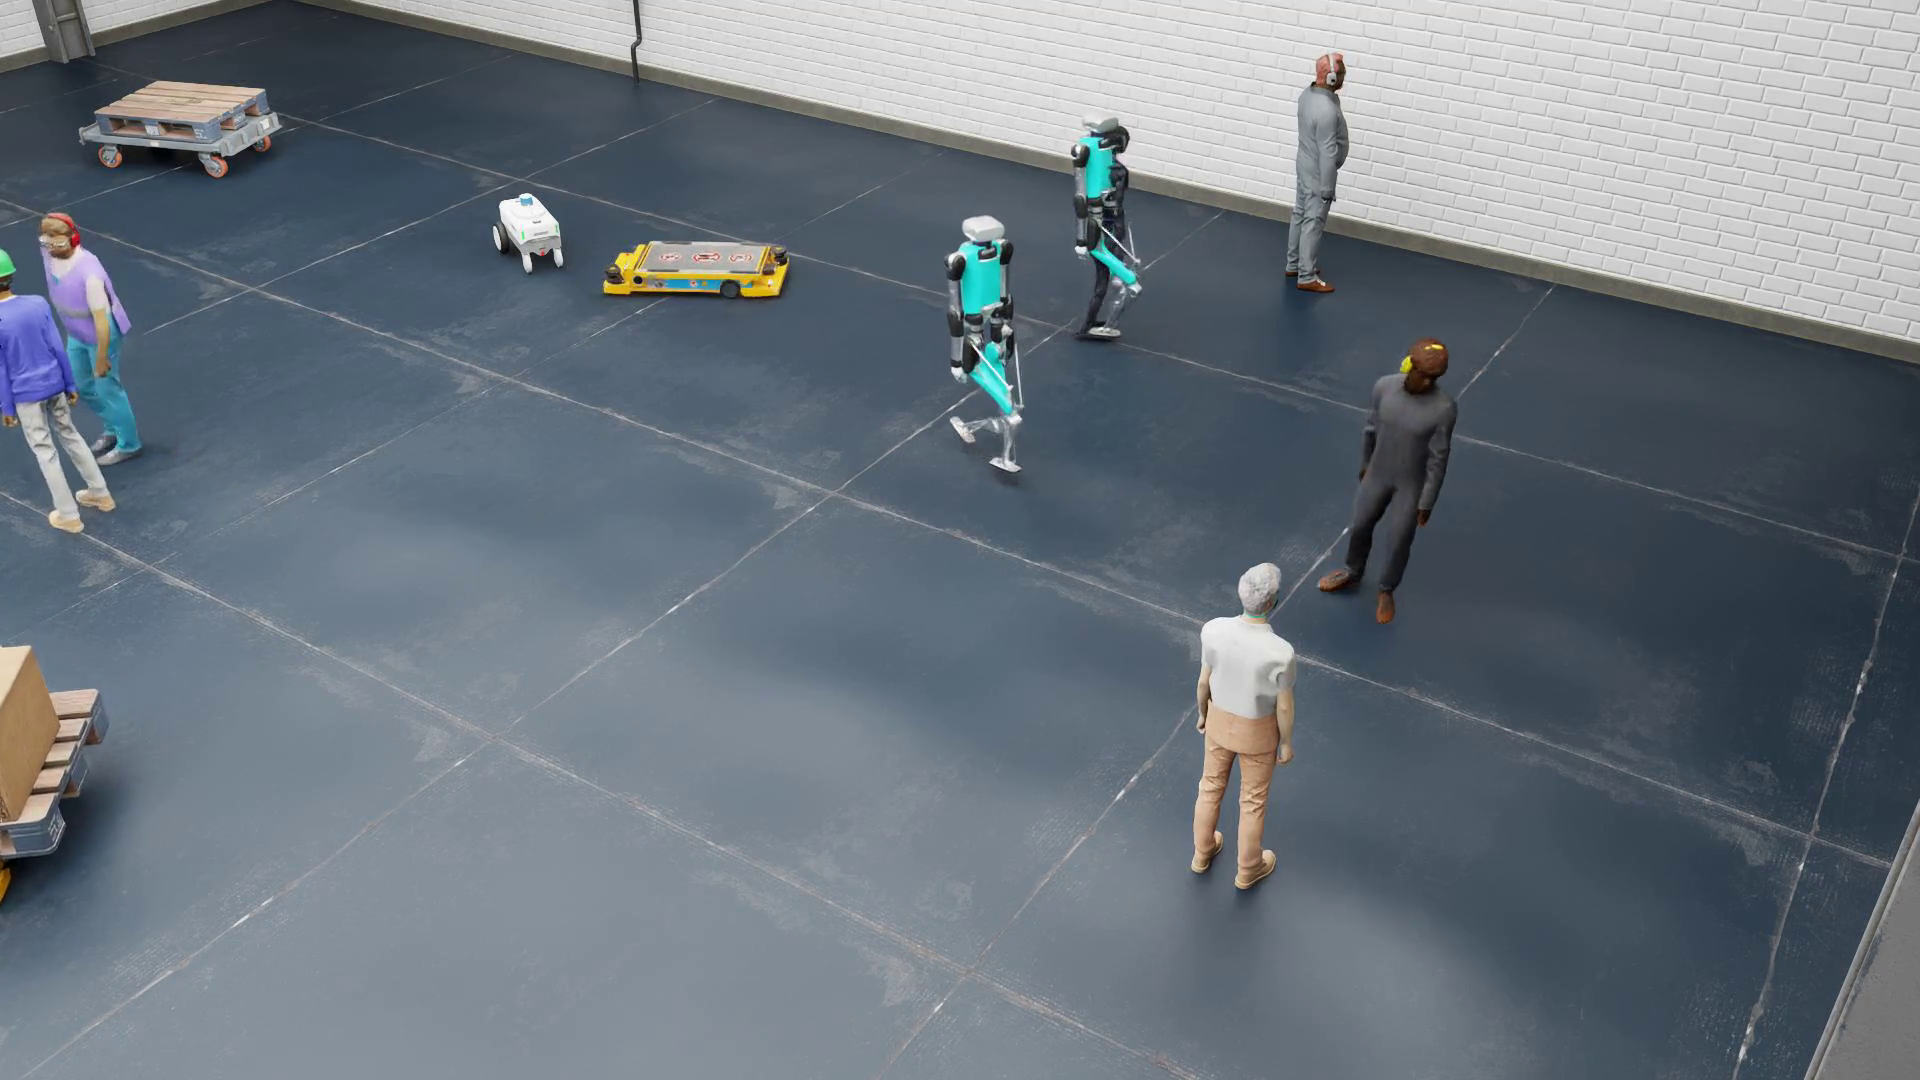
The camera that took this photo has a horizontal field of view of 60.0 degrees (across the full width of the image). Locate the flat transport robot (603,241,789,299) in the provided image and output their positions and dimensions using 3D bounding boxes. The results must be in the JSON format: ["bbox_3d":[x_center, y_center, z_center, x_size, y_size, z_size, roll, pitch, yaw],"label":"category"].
[{"bbox_3d":[-2.166,-2.233,13.730,1.431,0.231,0.659,1,33,2],"label":"flat transport robot"}]

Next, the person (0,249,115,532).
[{"bbox_3d":[-5.684,-0.915,10.210,0.372,1.863,0.465,16,36,23],"label":"person"}]

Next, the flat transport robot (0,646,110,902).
[{"bbox_3d":[-4.897,1.344,8.165,0.659,0.231,1.431,-5,33,-8],"label":"flat transport robot"}]

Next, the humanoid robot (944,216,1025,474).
[{"bbox_3d":[0.238,-1.197,10.745,0.557,1.732,0.995,-27,41,-35],"label":"humanoid robot"}]

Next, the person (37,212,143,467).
[{"bbox_3d":[-5.654,-1.316,10.880,0.620,1.820,0.418,22,39,31],"label":"person"}]

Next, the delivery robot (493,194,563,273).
[{"bbox_3d":[-3.641,-2.642,14.091,0.499,0.581,0.774,-16,36,-23],"label":"delivery robot"}]

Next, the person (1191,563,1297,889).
[{"bbox_3d":[1.294,0.849,7.568,0.474,1.747,0.321,19,37,27],"label":"person"}]

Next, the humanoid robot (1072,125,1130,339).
[{"bbox_3d":[1.038,-2.335,12.591,0.434,1.636,0.599,-10,34,-16],"label":"humanoid robot"}]

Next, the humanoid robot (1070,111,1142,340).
[{"bbox_3d":[1.185,-2.212,12.432,0.759,1.879,0.555,21,38,29],"label":"humanoid robot"}]

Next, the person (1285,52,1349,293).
[{"bbox_3d":[2.882,-2.940,13.313,0.412,1.913,0.640,-4,33,-6],"label":"person"}]

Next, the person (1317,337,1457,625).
[{"bbox_3d":[2.439,-0.349,9.344,0.598,1.842,0.441,22,39,30],"label":"person"}]
